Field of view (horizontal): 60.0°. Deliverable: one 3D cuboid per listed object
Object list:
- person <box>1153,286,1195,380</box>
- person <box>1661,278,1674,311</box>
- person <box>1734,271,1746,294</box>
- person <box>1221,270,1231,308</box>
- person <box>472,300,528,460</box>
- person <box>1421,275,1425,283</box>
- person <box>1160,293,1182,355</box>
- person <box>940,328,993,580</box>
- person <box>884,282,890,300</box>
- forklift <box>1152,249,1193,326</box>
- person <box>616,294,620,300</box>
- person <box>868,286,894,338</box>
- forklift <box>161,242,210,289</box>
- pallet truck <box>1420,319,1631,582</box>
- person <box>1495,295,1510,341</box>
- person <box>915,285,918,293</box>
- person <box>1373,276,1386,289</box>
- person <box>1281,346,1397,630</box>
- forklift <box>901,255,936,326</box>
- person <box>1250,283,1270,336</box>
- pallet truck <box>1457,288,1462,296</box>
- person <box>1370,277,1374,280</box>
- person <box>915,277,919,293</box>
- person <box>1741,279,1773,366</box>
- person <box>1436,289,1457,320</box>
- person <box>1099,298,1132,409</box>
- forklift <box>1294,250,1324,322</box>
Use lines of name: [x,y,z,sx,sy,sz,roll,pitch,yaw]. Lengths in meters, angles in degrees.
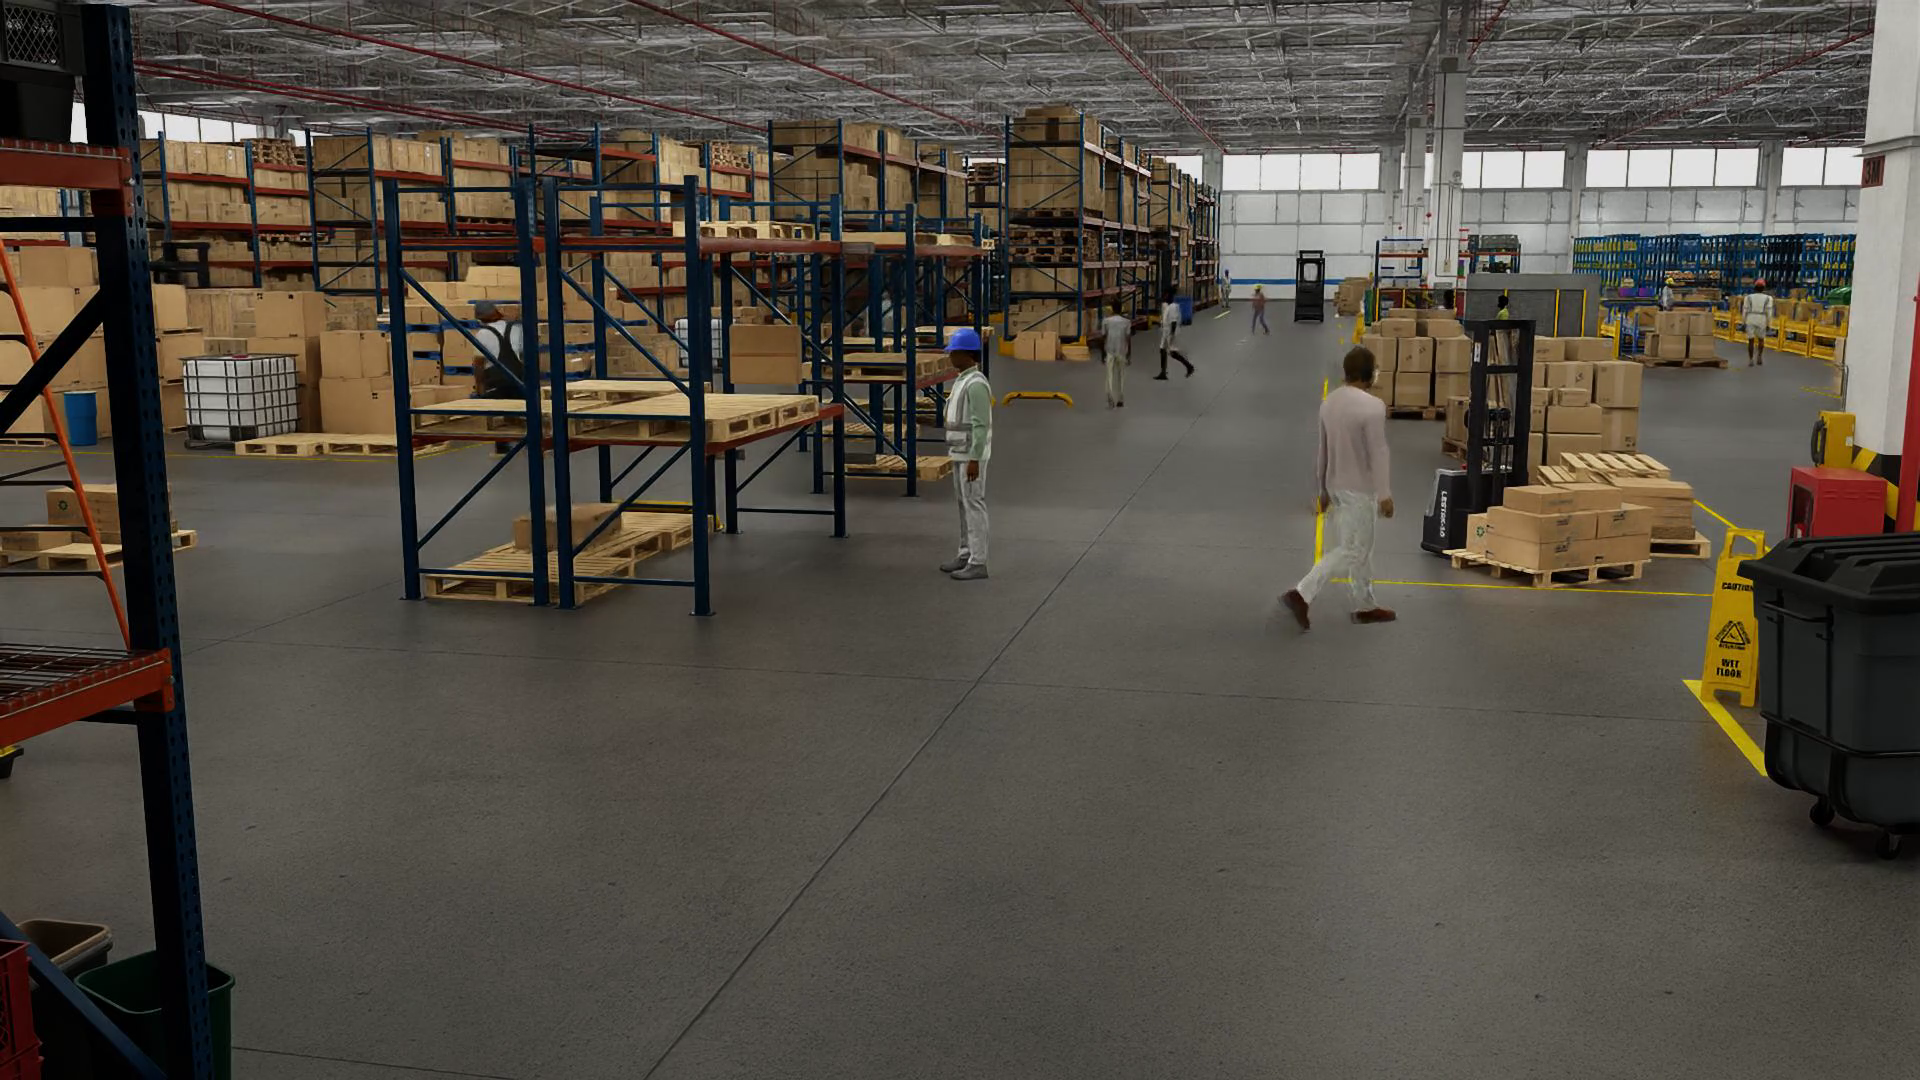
person: [4.371,-4.217,33.967,0.762,1.935,0.611,-3,10,-15]
person: [24.688,-8.224,58.045,0.403,1.820,0.603,7,12,36]
person: [37.678,-12.065,80.309,1.063,1.989,0.616,3,10,15]
person: [13.593,-12.819,84.878,0.615,1.943,0.405,-5,11,-26]
person: [-5.677,-2.004,20.556,0.569,2.000,0.778,9,13,42]
person: [20.483,-10.940,74.193,0.889,1.788,0.621,2,10,13]
person: [5.498,-5.603,43.116,0.548,1.603,0.778,6,11,30]
person: [0.055,-0.667,12.910,0.389,1.946,0.614,-2,10,-14]
person: [-1.854,-5.682,42.807,1.024,1.892,0.641,-8,12,-39]
forklift: [7.646,-9.320,61.395,1.873,2.768,1.129,2,10,11]
person: [-8.436,-5.238,40.923,0.524,1.631,0.321,0,10,-2]
person: [-1.736,-4.553,36.043,0.637,1.913,0.847,-9,13,-43]
forklift: [-16.060,-4.813,34.710,1.129,2.768,1.873,2,10,13]
pallet truck: [4.543,-0.757,13.299,0.823,1.965,1.885,-4,10,-22]
person: [11.748,-4.450,36.056,0.317,1.695,0.540,2,10,14]
person: [-1.232,-5.796,43.501,0.553,1.867,1.050,3,10,20]
person: [16.000,-9.148,63.422,0.980,1.860,0.659,-8,12,-39]
person: [2.561,-0.336,11.094,0.888,1.910,0.632,-3,10,-16]
forklift: [-1.111,-5.886,41.060,1.129,2.768,1.873,2,10,12]
person: [9.670,-7.435,53.673,0.798,1.720,0.558,-9,13,-43]
pallet truck: [20.506,-9.785,68.819,0.653,1.274,1.630,2,10,12]
person: [20.785,-12.455,83.741,0.858,1.597,0.530,4,10,21]
person: [-1.286,-6.349,46.430,0.398,1.989,0.621,-7,12,-36]
person: [18.556,-5.057,38.757,0.618,1.998,1.025,4,10,23]
person: [9.636,-4.065,33.222,0.608,1.895,0.873,-8,12,-39]
person: [2.587,-3.091,27.630,0.550,1.837,0.787,1,10,5]
forklift: [13.778,-10.002,65.433,1.129,2.768,1.873,2,10,12]
